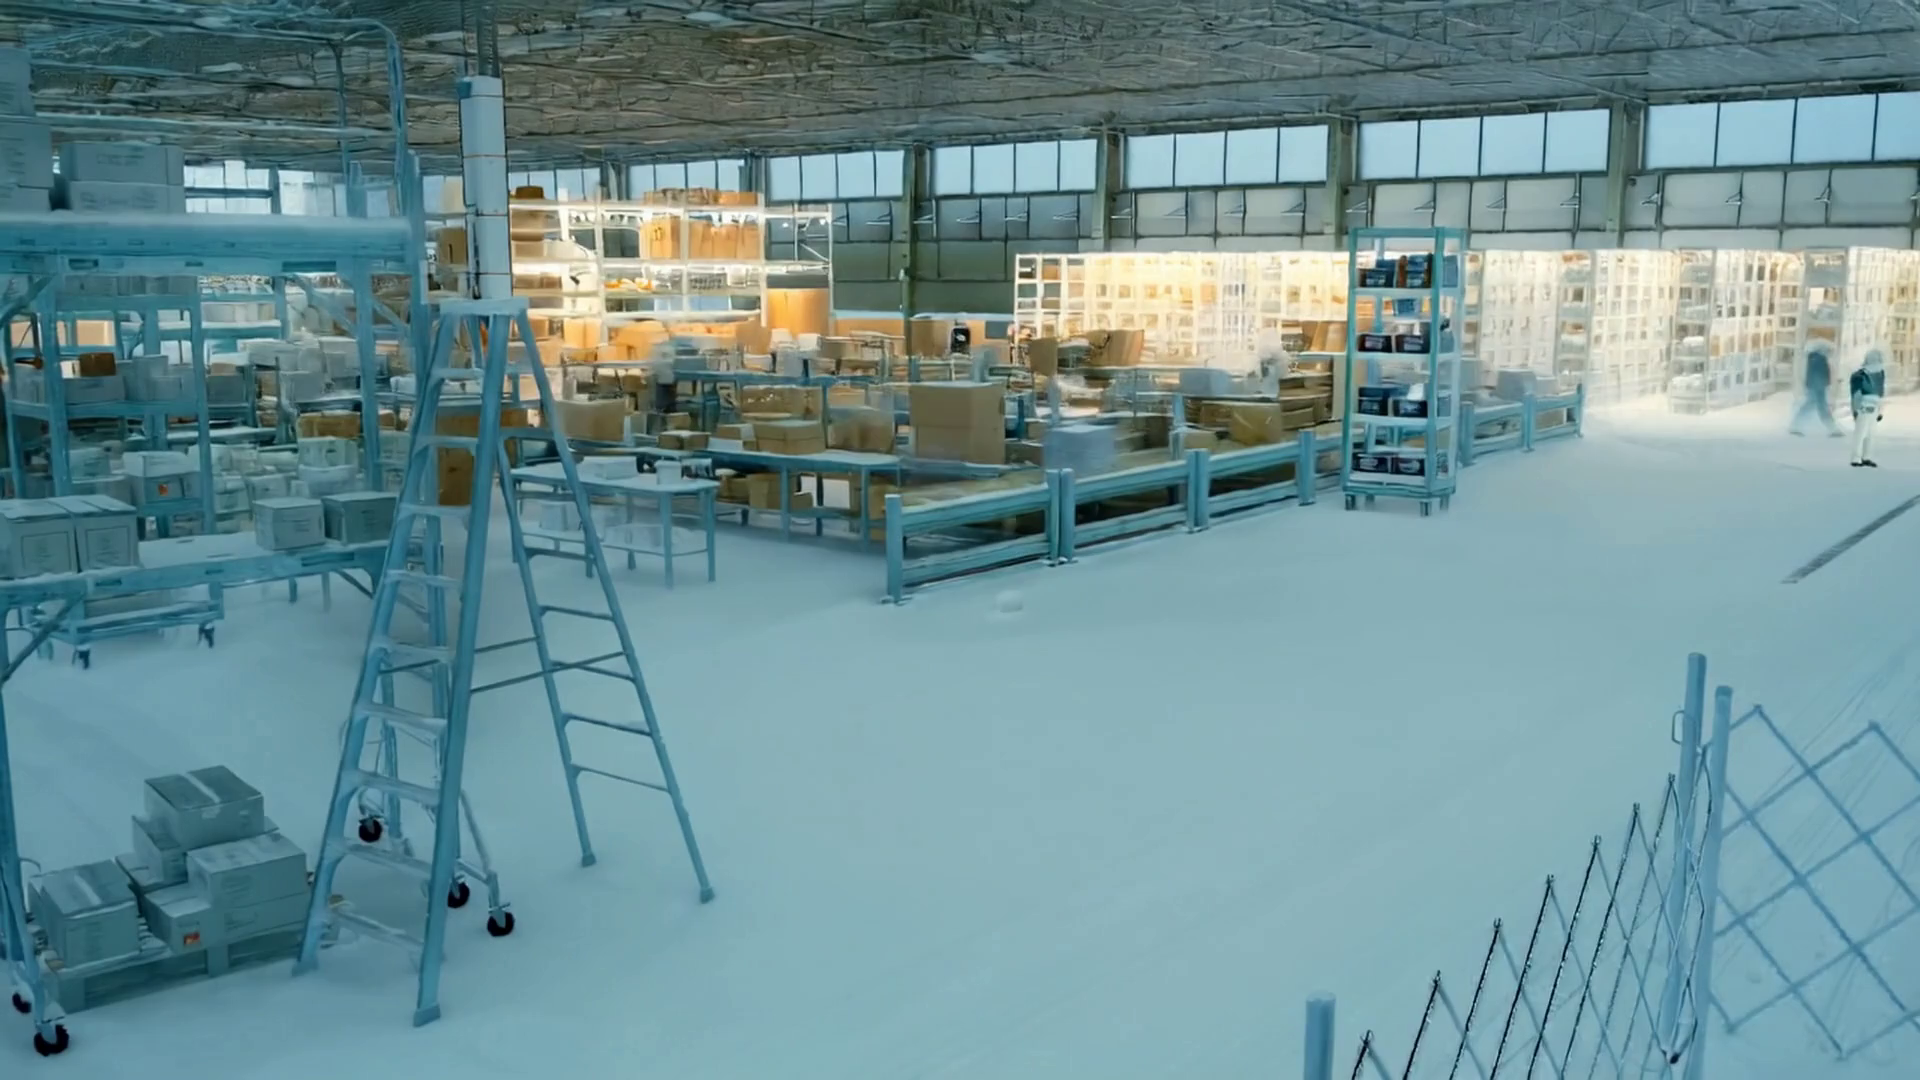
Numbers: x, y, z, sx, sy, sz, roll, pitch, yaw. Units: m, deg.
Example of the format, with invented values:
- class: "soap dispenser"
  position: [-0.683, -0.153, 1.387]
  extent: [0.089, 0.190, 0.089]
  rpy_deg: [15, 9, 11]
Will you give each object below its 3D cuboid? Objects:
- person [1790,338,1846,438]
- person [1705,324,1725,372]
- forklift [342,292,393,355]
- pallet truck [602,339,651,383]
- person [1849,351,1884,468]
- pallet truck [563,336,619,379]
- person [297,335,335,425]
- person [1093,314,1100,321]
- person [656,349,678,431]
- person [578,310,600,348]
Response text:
- class: "person"
  position: [15.950, -2.818, 30.833]
  extent: [1.005, 1.842, 0.663]
  rpy_deg: [8, 12, 40]
- class: "person"
  position: [19.156, -4.621, 42.207]
  extent: [0.571, 1.809, 0.717]
  rpy_deg: [-8, 12, -40]
- class: "forklift"
  position: [-16.485, -5.622, 45.120]
  extent: [1.129, 2.768, 1.873]
  rpy_deg: [7, 11, 37]
- class: "pallet truck"
  position: [-8.991, -4.871, 45.351]
  extent: [0.653, 1.274, 1.630]
  rpy_deg: [7, 11, 37]
- class: "person"
  position: [14.189, -2.029, 25.977]
  extent: [0.588, 1.826, 0.403]
  rpy_deg: [-3, 10, -20]
- class: "pallet truck"
  position: [-10.690, -5.294, 48.215]
  extent: [1.601, 1.201, 0.680]
  rpy_deg: [-5, 10, -26]
- class: "person"
  position: [-12.942, -3.225, 33.540]
  extent: [0.620, 1.788, 0.807]
  rpy_deg: [3, 10, 19]
- class: "person"
  position: [4.348, -6.377, 52.765]
  extent: [1.046, 1.948, 0.634]
  rpy_deg: [4, 10, 21]
- class: "person"
  position: [-4.973, -2.407, 28.566]
  extent: [0.715, 1.739, 0.557]
  rpy_deg: [-5, 10, -27]
- class: "person"
  position: [-11.281, -6.026, 50.622]
  extent: [0.623, 1.932, 0.372]
  rpy_deg: [-1, 9, -9]
